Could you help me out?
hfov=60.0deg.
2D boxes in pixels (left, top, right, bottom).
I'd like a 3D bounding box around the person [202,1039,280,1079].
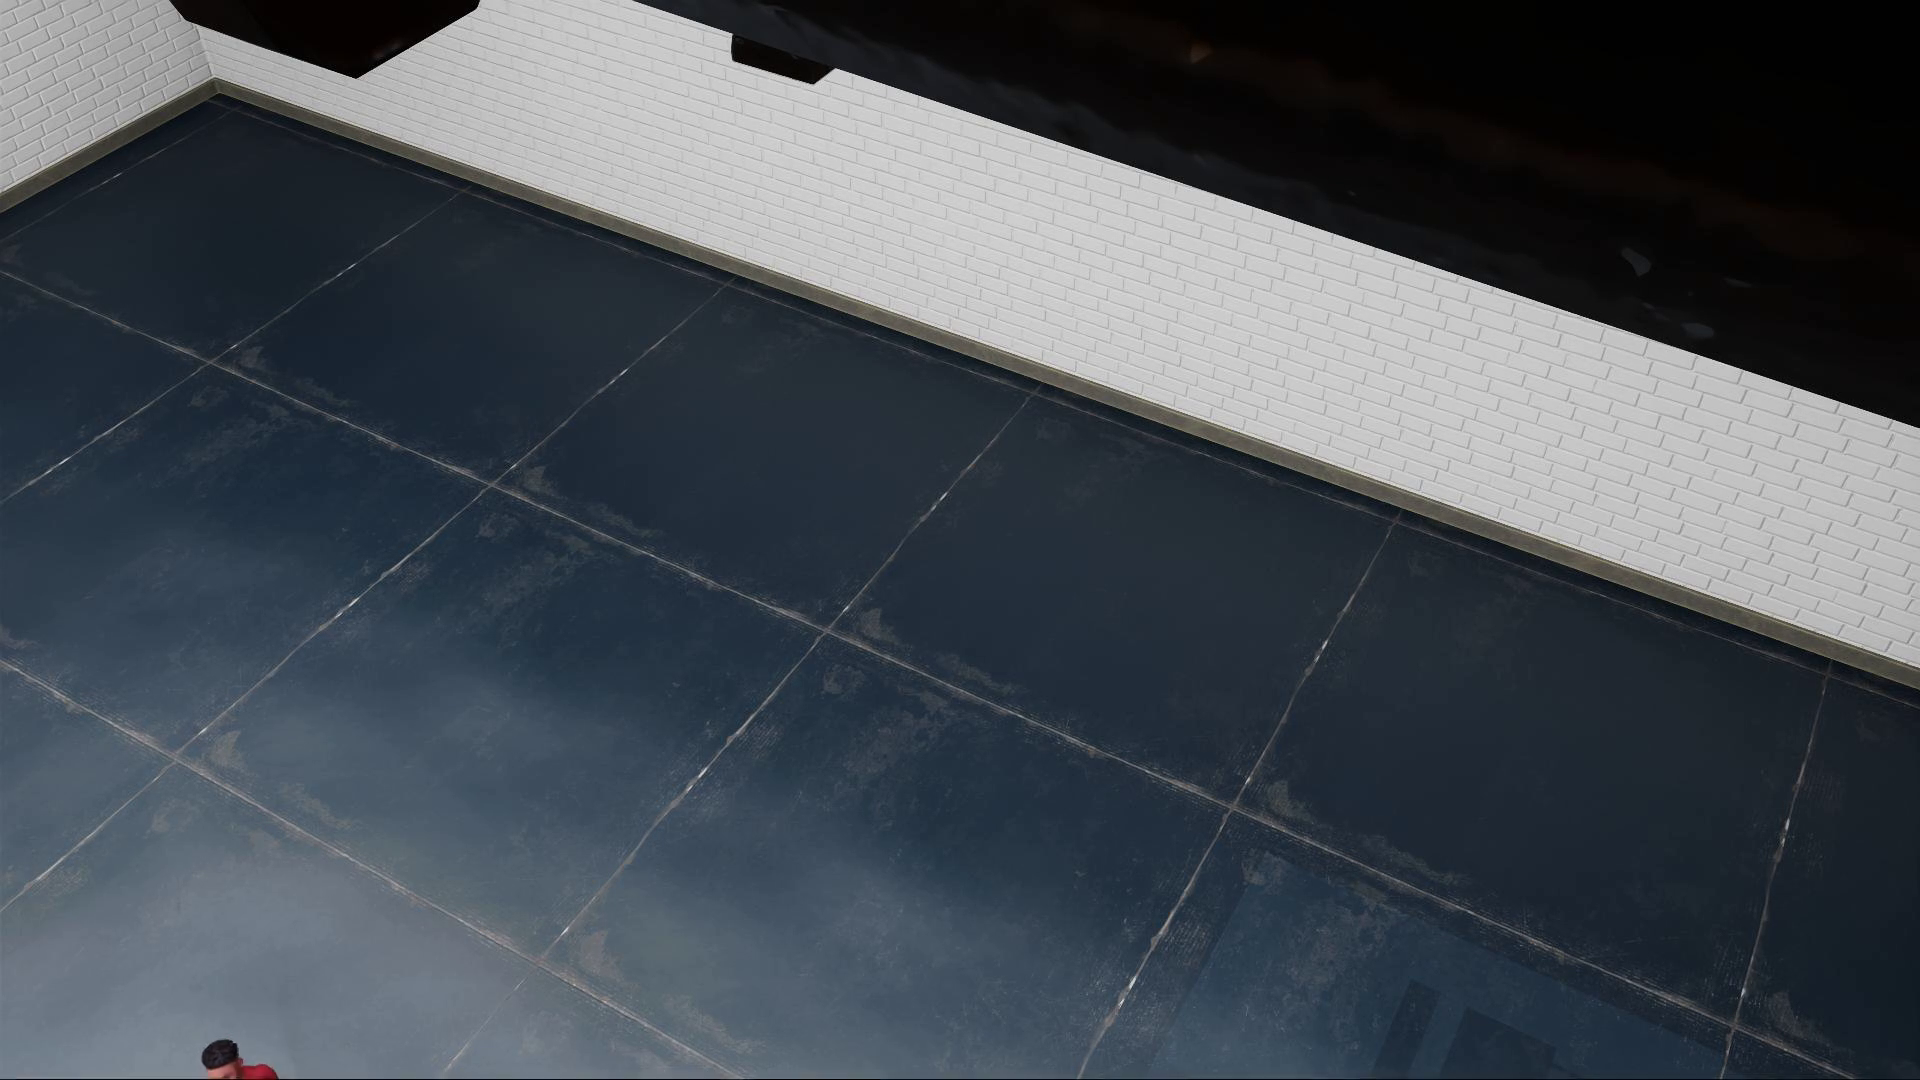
[{"bbox_3d":[-3.459,2.789,8.209,0.875,1.222,0.873,-17,46,-17],"label":"person"}]
